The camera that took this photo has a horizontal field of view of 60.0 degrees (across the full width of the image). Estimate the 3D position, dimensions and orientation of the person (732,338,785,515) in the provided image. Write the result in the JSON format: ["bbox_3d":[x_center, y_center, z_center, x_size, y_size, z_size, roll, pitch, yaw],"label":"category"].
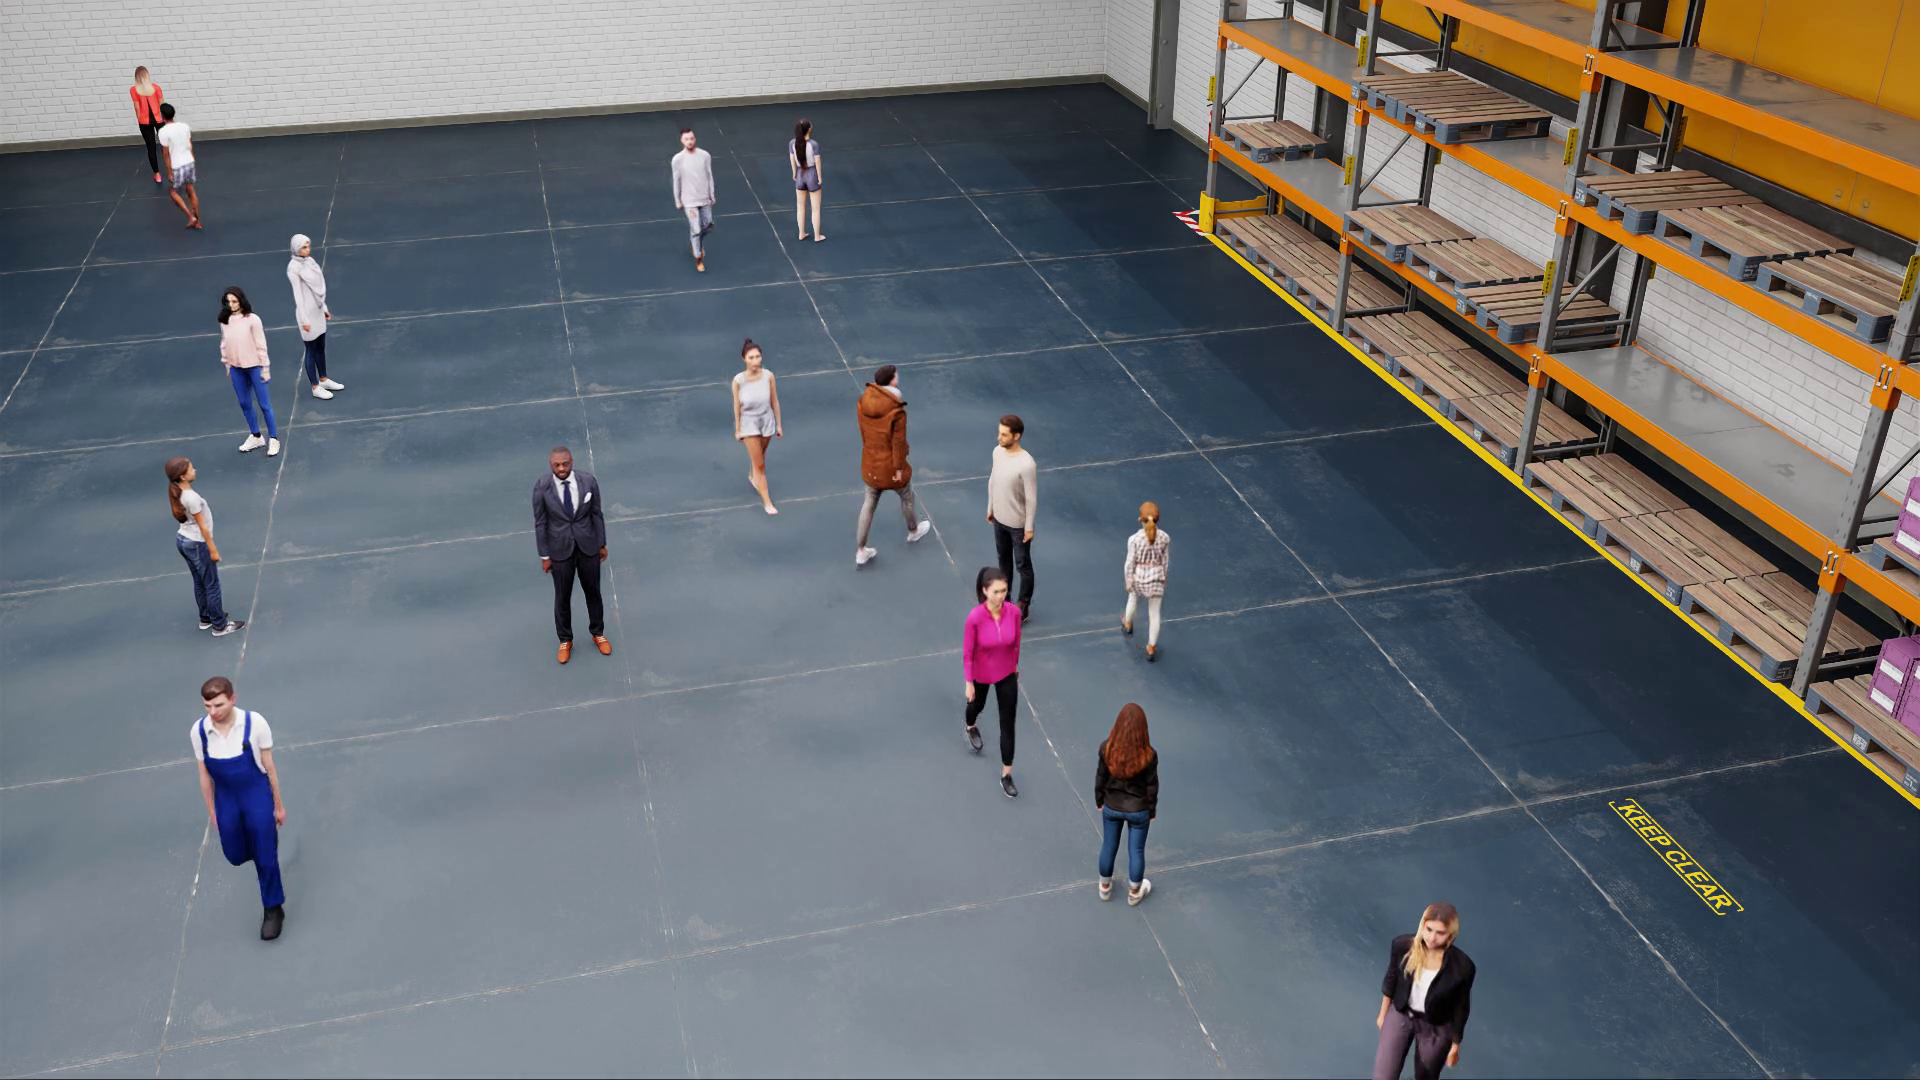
[{"bbox_3d":[-1.918,-1.097,15.566,0.735,1.559,1.105,-13,31,-23],"label":"person"}]

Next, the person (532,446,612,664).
[{"bbox_3d":[-3.056,0.080,13.132,0.720,1.824,0.614,-10,30,-18],"label":"person"}]

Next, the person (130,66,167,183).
[{"bbox_3d":[-12.027,-6.212,24.802,0.620,1.694,0.571,-12,31,-21],"label":"person"}]

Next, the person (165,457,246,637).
[{"bbox_3d":[-6.186,0.034,13.490,0.612,1.562,0.693,23,36,35],"label":"person"}]

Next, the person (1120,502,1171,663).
[{"bbox_3d":[1.503,0.349,13.219,0.628,1.269,0.905,-2,29,-3],"label":"person"}]

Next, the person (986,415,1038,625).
[{"bbox_3d":[0.433,-0.175,13.557,0.802,1.865,0.662,-23,36,-36],"label":"person"}]

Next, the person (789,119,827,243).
[{"bbox_3d":[-2.044,-4.827,22.309,0.674,1.650,0.702,10,30,18],"label":"person"}]

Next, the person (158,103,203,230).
[{"bbox_3d":[-10.577,-5.066,22.675,0.839,1.719,0.782,18,34,30],"label":"person"}]

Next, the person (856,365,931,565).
[{"bbox_3d":[-0.712,-0.616,14.440,1.173,1.792,1.192,19,34,31],"label":"person"}]

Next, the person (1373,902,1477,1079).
[{"bbox_3d":[2.453,2.534,8.802,0.732,1.661,0.785,14,31,23],"label":"person"}]

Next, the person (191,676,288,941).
[{"bbox_3d":[-4.424,1.575,10.378,0.670,1.836,0.970,-5,29,-9],"label":"person"}]

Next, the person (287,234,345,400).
[{"bbox_3d":[-6.920,-2.397,17.722,0.749,1.777,0.626,6,29,11],"label":"person"}]

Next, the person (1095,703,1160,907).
[{"bbox_3d":[1.056,1.679,10.558,0.635,1.482,0.653,8,30,14],"label":"person"}]

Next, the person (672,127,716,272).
[{"bbox_3d":[-3.411,-4.397,21.339,0.765,1.824,0.860,-12,31,-21],"label":"person"}]

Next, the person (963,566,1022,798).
[{"bbox_3d":[0.186,0.917,11.768,0.614,1.661,1.103,-10,30,-17],"label":"person"}]

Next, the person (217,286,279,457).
[{"bbox_3d":[-7.045,-1.693,16.439,0.748,1.769,0.732,9,30,16],"label":"person"}]
